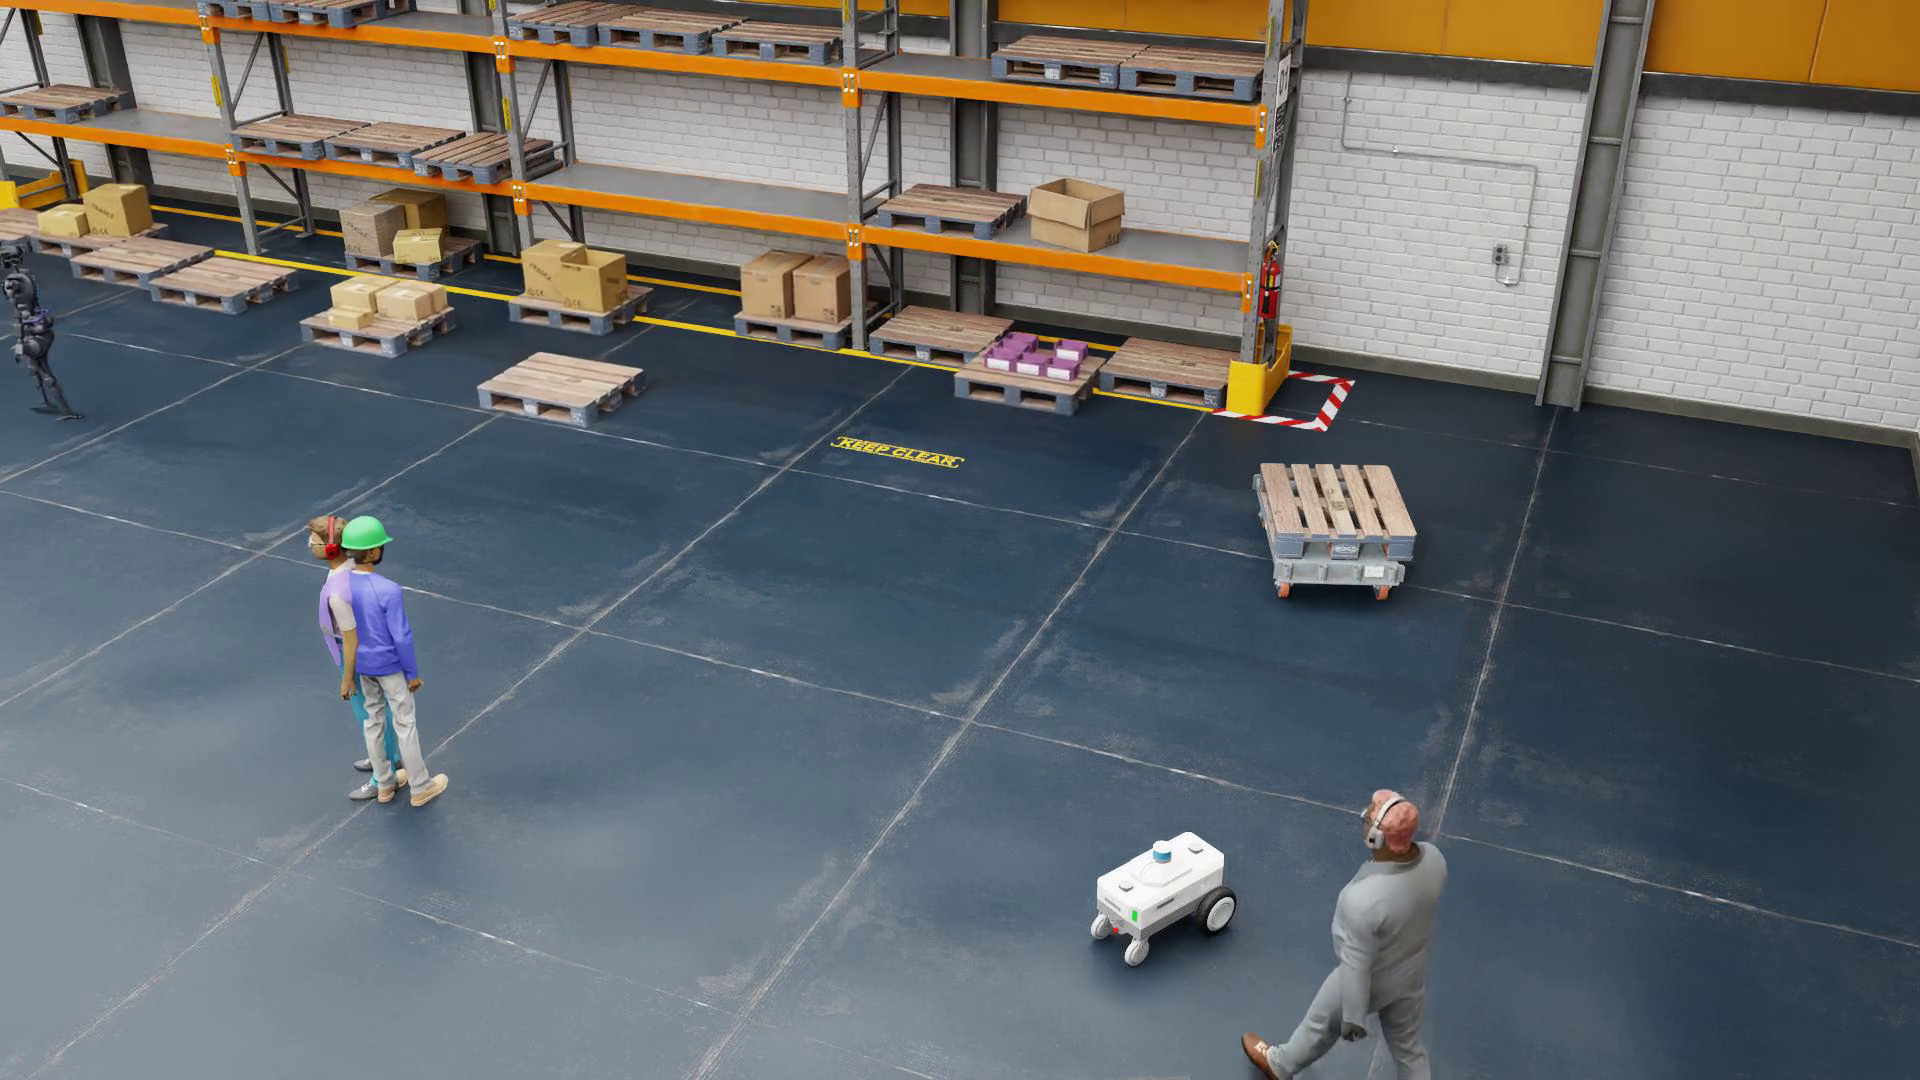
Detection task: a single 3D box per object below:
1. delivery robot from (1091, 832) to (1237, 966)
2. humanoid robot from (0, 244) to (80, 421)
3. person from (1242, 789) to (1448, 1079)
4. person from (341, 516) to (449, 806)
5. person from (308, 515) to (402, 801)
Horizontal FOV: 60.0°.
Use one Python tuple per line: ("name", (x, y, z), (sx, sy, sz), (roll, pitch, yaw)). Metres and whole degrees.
("delivery robot", (1.079, 1.883, 8.954), (0.774, 0.581, 0.499), (-20, 33, -33))
("humanoid robot", (-8.414, -1.854, 15.003), (0.602, 1.643, 0.609), (-4, 28, -8))
("person", (1.833, 1.901, 7.528), (0.648, 1.841, 1.033), (-18, 32, -31))
("person", (-3.391, 0.724, 9.791), (0.460, 1.866, 0.369), (8, 28, 15))
("person", (-3.569, 0.686, 9.877), (0.390, 1.849, 0.563), (-5, 28, -10))
